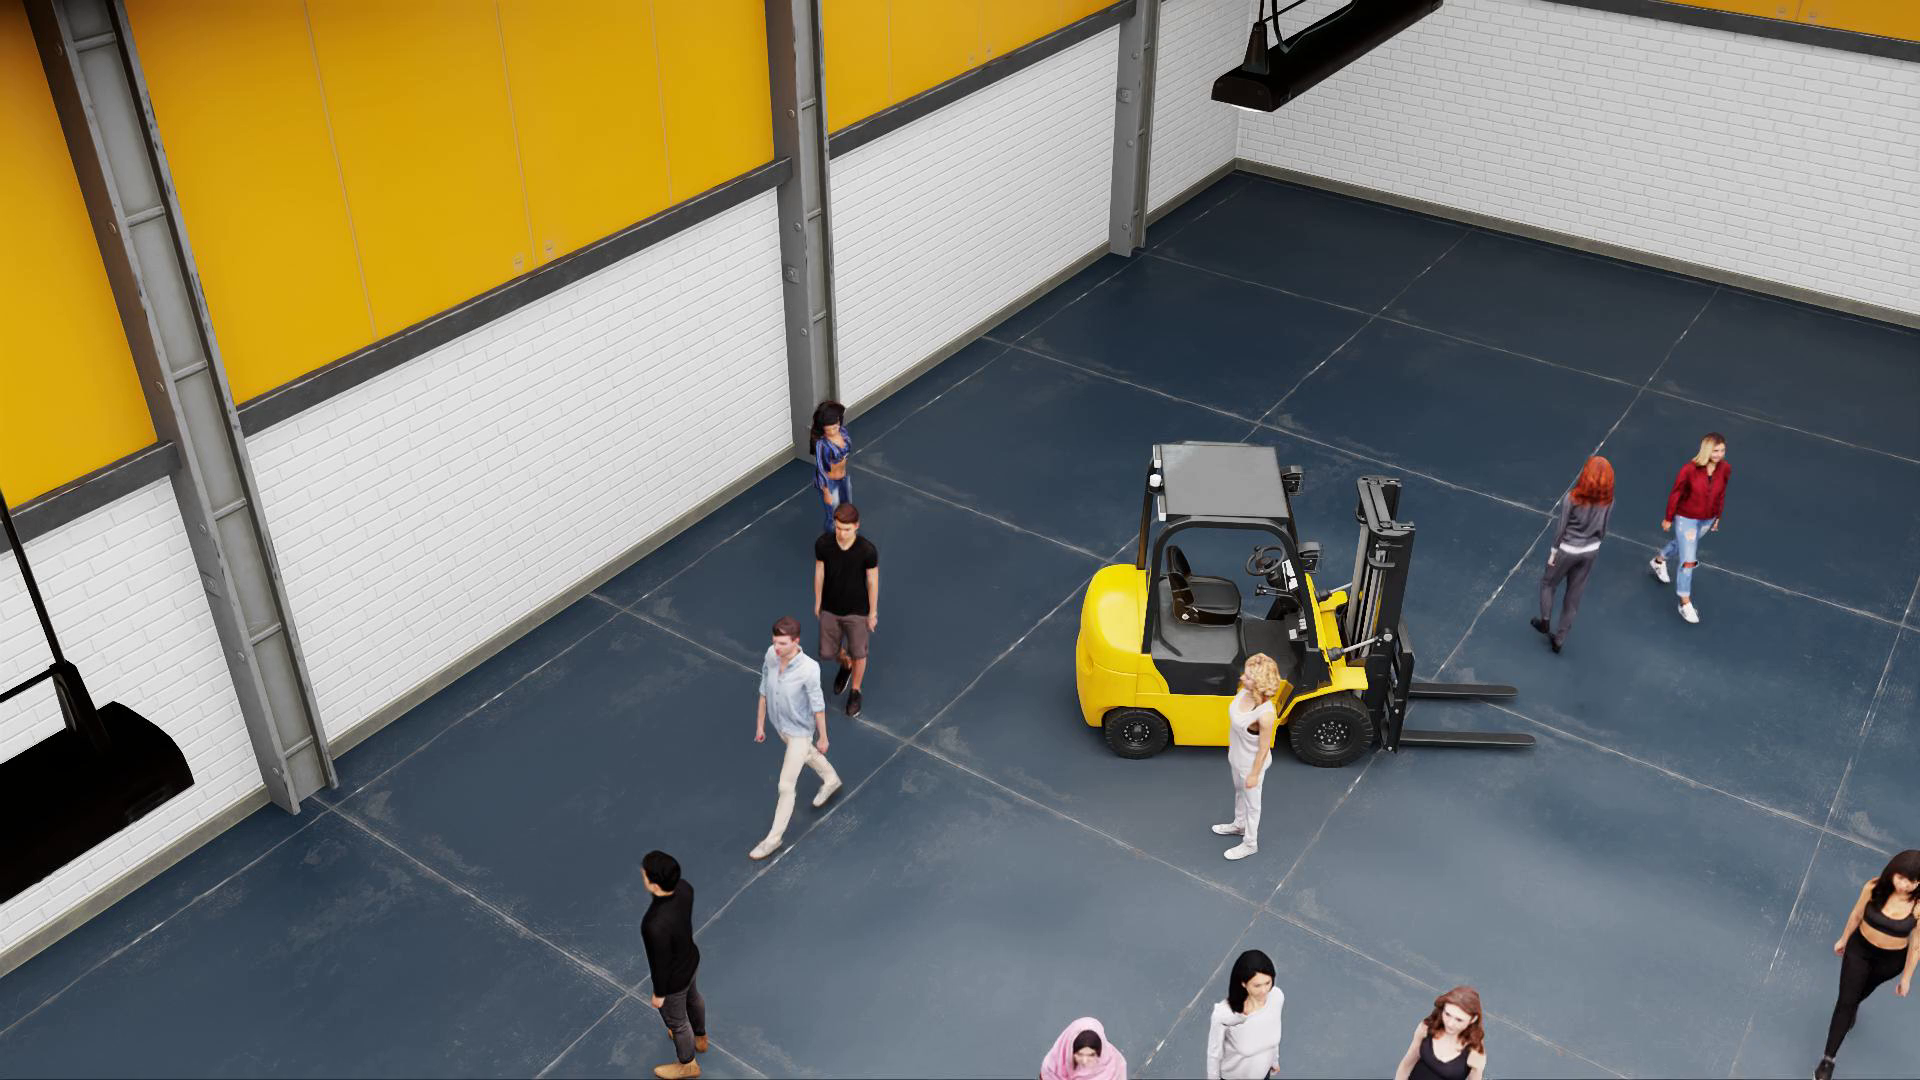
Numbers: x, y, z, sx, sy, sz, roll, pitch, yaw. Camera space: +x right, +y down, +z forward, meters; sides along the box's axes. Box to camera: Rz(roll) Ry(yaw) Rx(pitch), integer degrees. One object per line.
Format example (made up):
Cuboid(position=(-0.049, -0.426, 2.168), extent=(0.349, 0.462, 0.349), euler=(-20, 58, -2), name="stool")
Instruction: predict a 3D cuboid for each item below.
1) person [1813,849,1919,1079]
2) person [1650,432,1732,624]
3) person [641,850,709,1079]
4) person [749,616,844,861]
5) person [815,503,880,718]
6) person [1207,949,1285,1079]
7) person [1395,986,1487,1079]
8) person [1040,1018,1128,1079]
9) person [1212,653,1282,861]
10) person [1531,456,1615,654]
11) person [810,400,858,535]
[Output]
Cuboid(position=(5.499, 2.437, 9.944), extent=(0.590, 1.600, 1.053), euler=(20, 39, 27), name="person")
Cuboid(position=(6.105, -0.203, 13.922), extent=(1.075, 1.594, 1.109), euler=(-7, 34, -10), name="person")
Cuboid(position=(-1.681, 2.485, 9.762), extent=(0.778, 1.723, 0.621), euler=(7, 34, 10), name="person")
Cuboid(position=(-1.086, 1.261, 11.534), extent=(0.740, 1.799, 1.225), euler=(25, 41, 32), name="person")
Cuboid(position=(-0.840, 0.459, 12.691), extent=(0.808, 1.854, 0.856), euler=(7, 34, 11), name="person")
Cuboid(position=(1.550, 2.894, 9.166), extent=(0.653, 1.700, 0.765), euler=(-16, 37, -22), name="person")
Cuboid(position=(2.627, 2.996, 9.014), extent=(0.735, 1.699, 1.208), euler=(28, 43, 35), name="person")
Cuboid(position=(0.643, 3.075, 8.988), extent=(1.025, 1.595, 1.163), euler=(-1, 34, -1), name="person")
Cuboid(position=(1.986, 1.463, 11.346), extent=(0.741, 1.670, 0.681), euler=(-6, 34, -8), name="person")
Cuboid(position=(4.916, 0.167, 13.218), extent=(0.752, 1.757, 0.814), euler=(0, 34, 0), name="person")
Cuboid(position=(-1.099, -0.533, 14.407), extent=(0.788, 1.607, 0.508), euler=(12, 35, 17), name="person")
